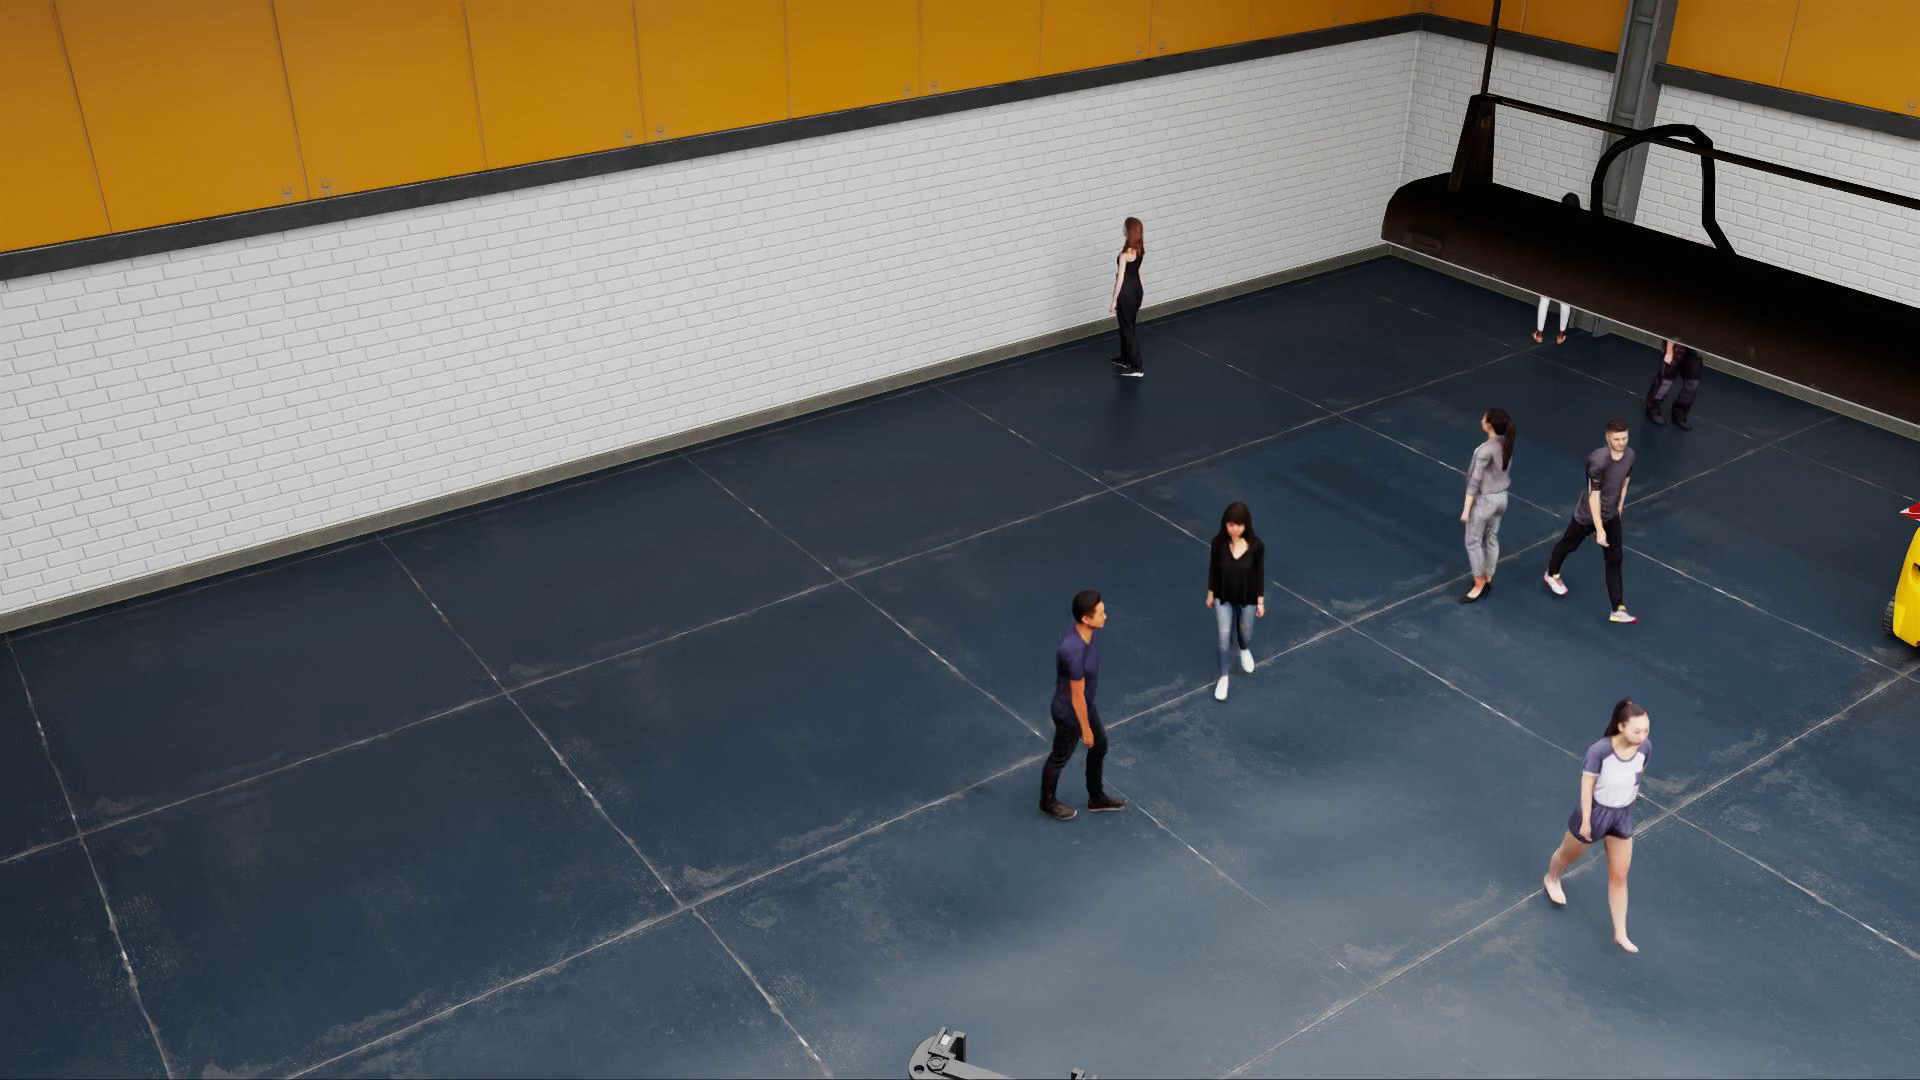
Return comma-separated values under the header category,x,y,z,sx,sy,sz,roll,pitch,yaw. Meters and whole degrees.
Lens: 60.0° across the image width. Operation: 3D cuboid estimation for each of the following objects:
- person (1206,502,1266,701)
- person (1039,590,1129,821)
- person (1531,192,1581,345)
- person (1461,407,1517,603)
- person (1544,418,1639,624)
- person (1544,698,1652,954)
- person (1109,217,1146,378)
category,x,y,z,sx,sy,sz,roll,pitch,yaw
person,2.075,0.391,12.436,0.893,1.626,0.942,5,29,8
person,0.668,1.106,10.976,0.978,1.769,0.903,9,30,16
person,6.731,-3.061,18.663,0.651,1.724,0.722,6,29,12
person,4.328,-0.285,13.631,0.649,1.667,0.573,-24,37,-36
person,5.078,-0.205,13.452,0.840,1.699,1.277,-11,31,-20
person,3.857,1.651,10.146,0.911,1.607,1.138,-4,29,-8
person,1.830,-2.601,17.802,0.844,1.740,0.731,20,34,32
